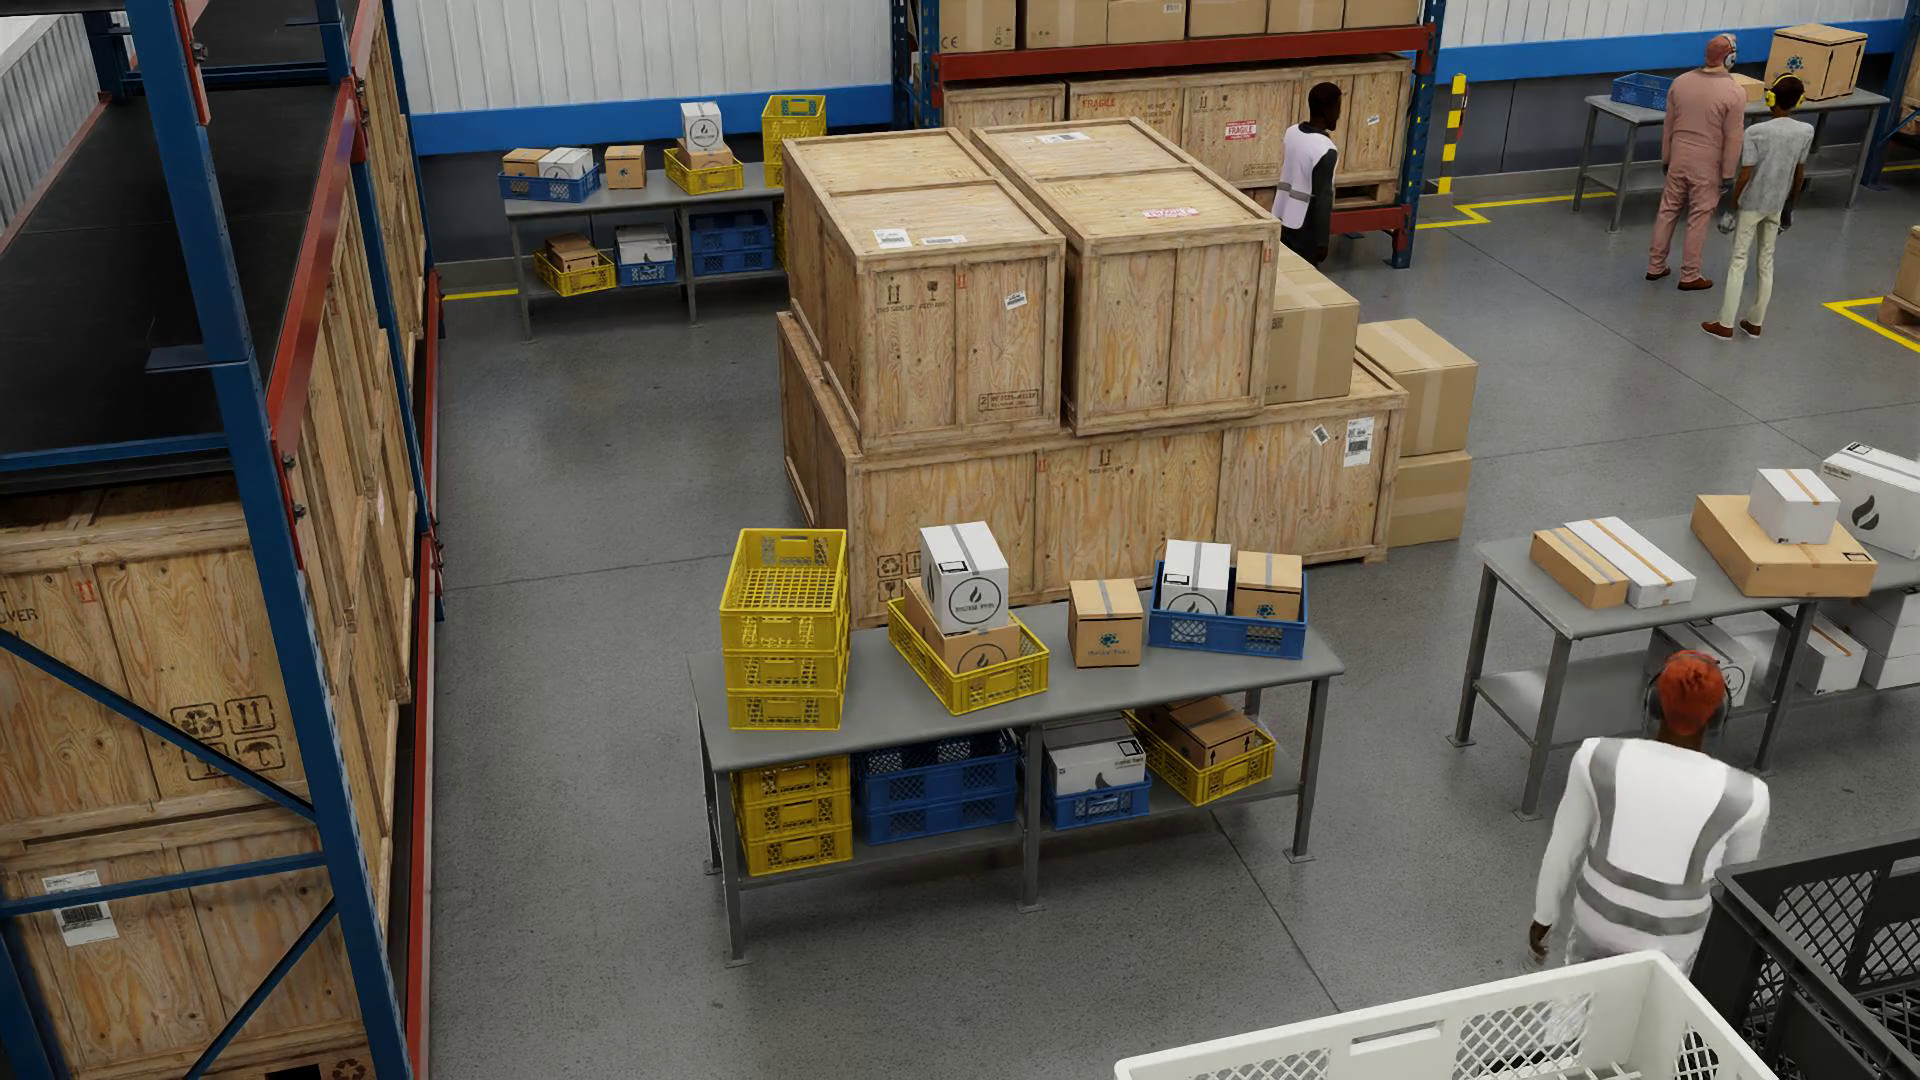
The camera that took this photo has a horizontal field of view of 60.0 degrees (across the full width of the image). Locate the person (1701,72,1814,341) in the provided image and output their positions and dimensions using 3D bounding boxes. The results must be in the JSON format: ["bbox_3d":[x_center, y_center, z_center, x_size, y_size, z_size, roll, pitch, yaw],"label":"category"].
[{"bbox_3d":[5.596,-2.315,11.645,0.534,1.868,0.309,-3,29,-6],"label":"person"}]

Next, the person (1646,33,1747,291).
[{"bbox_3d":[5.597,-2.853,12.579,0.410,1.913,0.643,-18,33,-29],"label":"person"}]

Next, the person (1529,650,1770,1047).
[{"bbox_3d":[2.139,1.201,5.274,0.581,1.864,0.440,16,33,27],"label":"person"}]

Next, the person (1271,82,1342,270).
[{"bbox_3d":[2.324,-2.143,11.297,0.390,1.911,0.592,-8,30,-14],"label":"person"}]
